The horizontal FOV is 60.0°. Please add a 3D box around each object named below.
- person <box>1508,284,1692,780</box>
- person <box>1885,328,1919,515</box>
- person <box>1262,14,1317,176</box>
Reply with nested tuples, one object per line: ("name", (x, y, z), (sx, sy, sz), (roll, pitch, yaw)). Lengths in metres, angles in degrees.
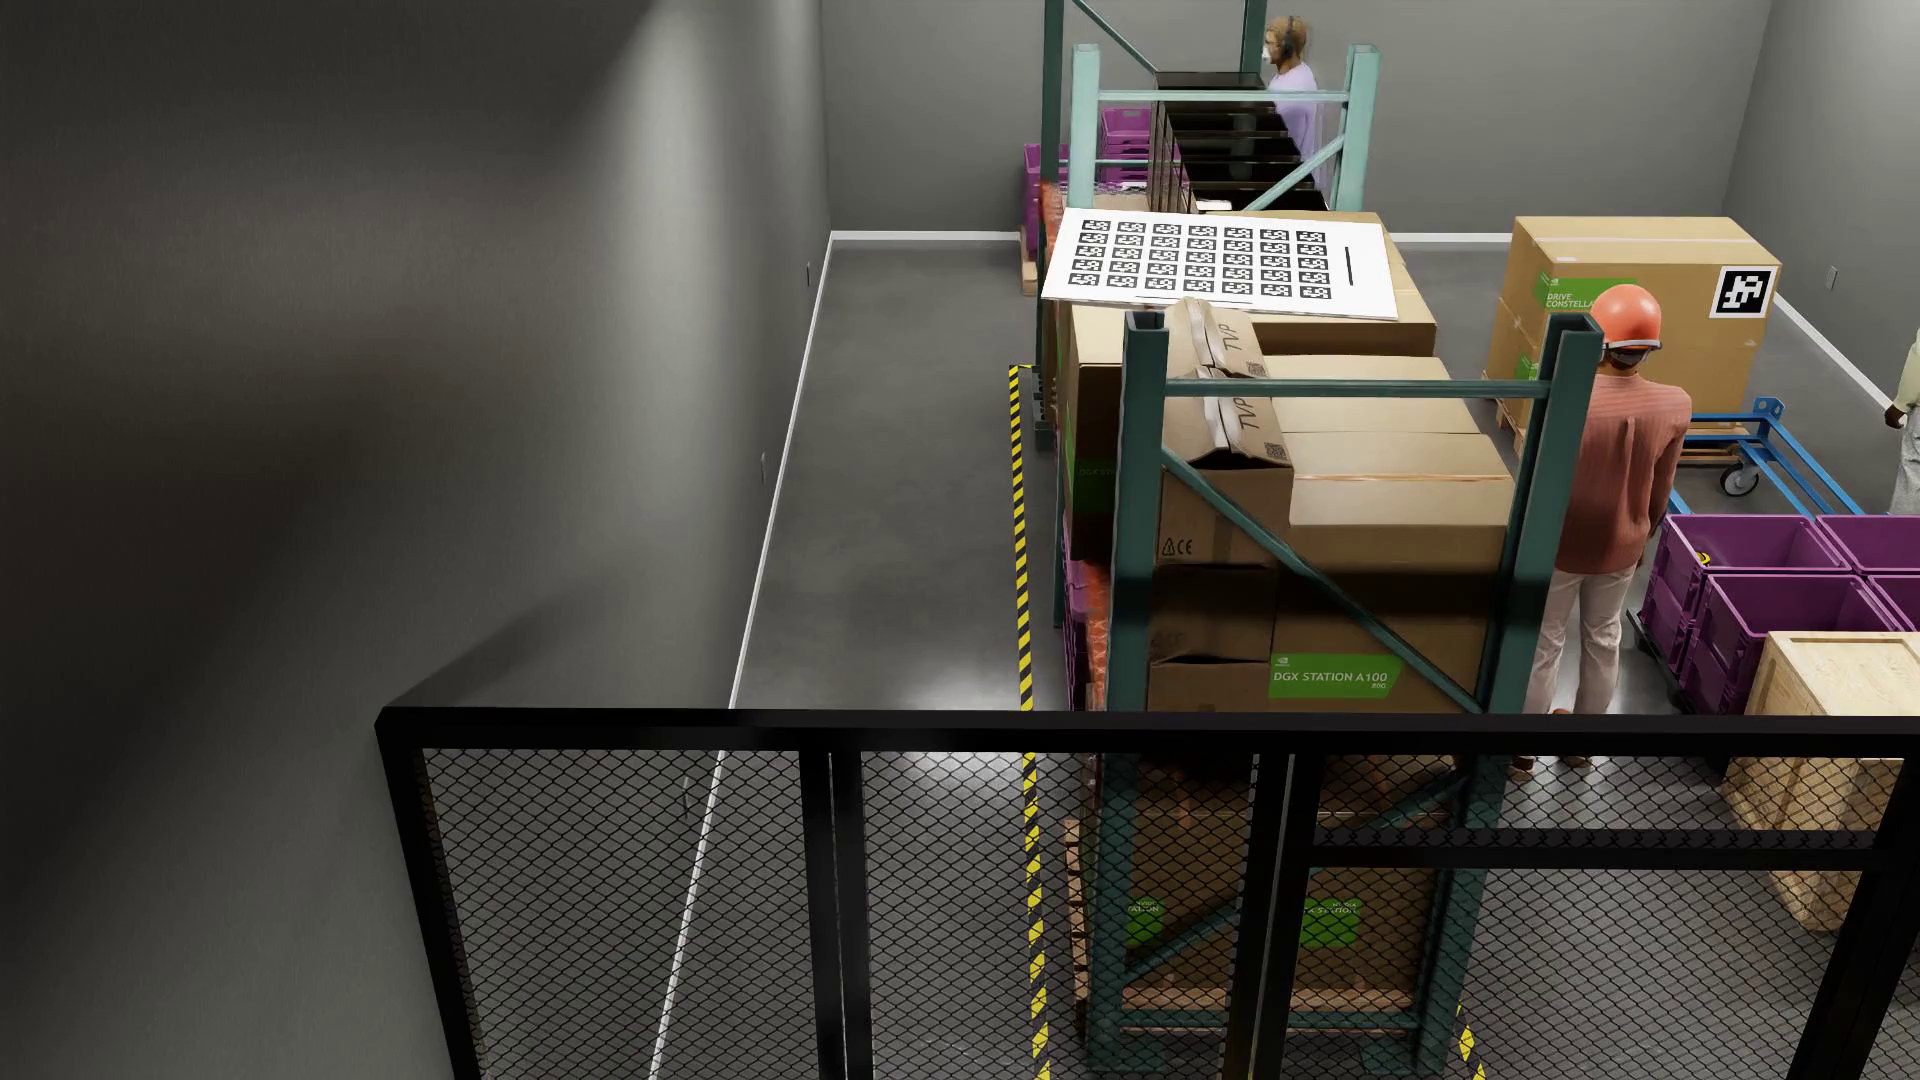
("person", (2.292, 0.005, 6.152), (0.611, 1.996, 0.387), (-6, 32, -10))
("person", (4.445, -0.644, 7.387), (0.588, 1.831, 0.403), (2, 31, 3))
("person", (1.891, -2.061, 9.647), (0.508, 1.927, 0.648), (5, 31, 9))
